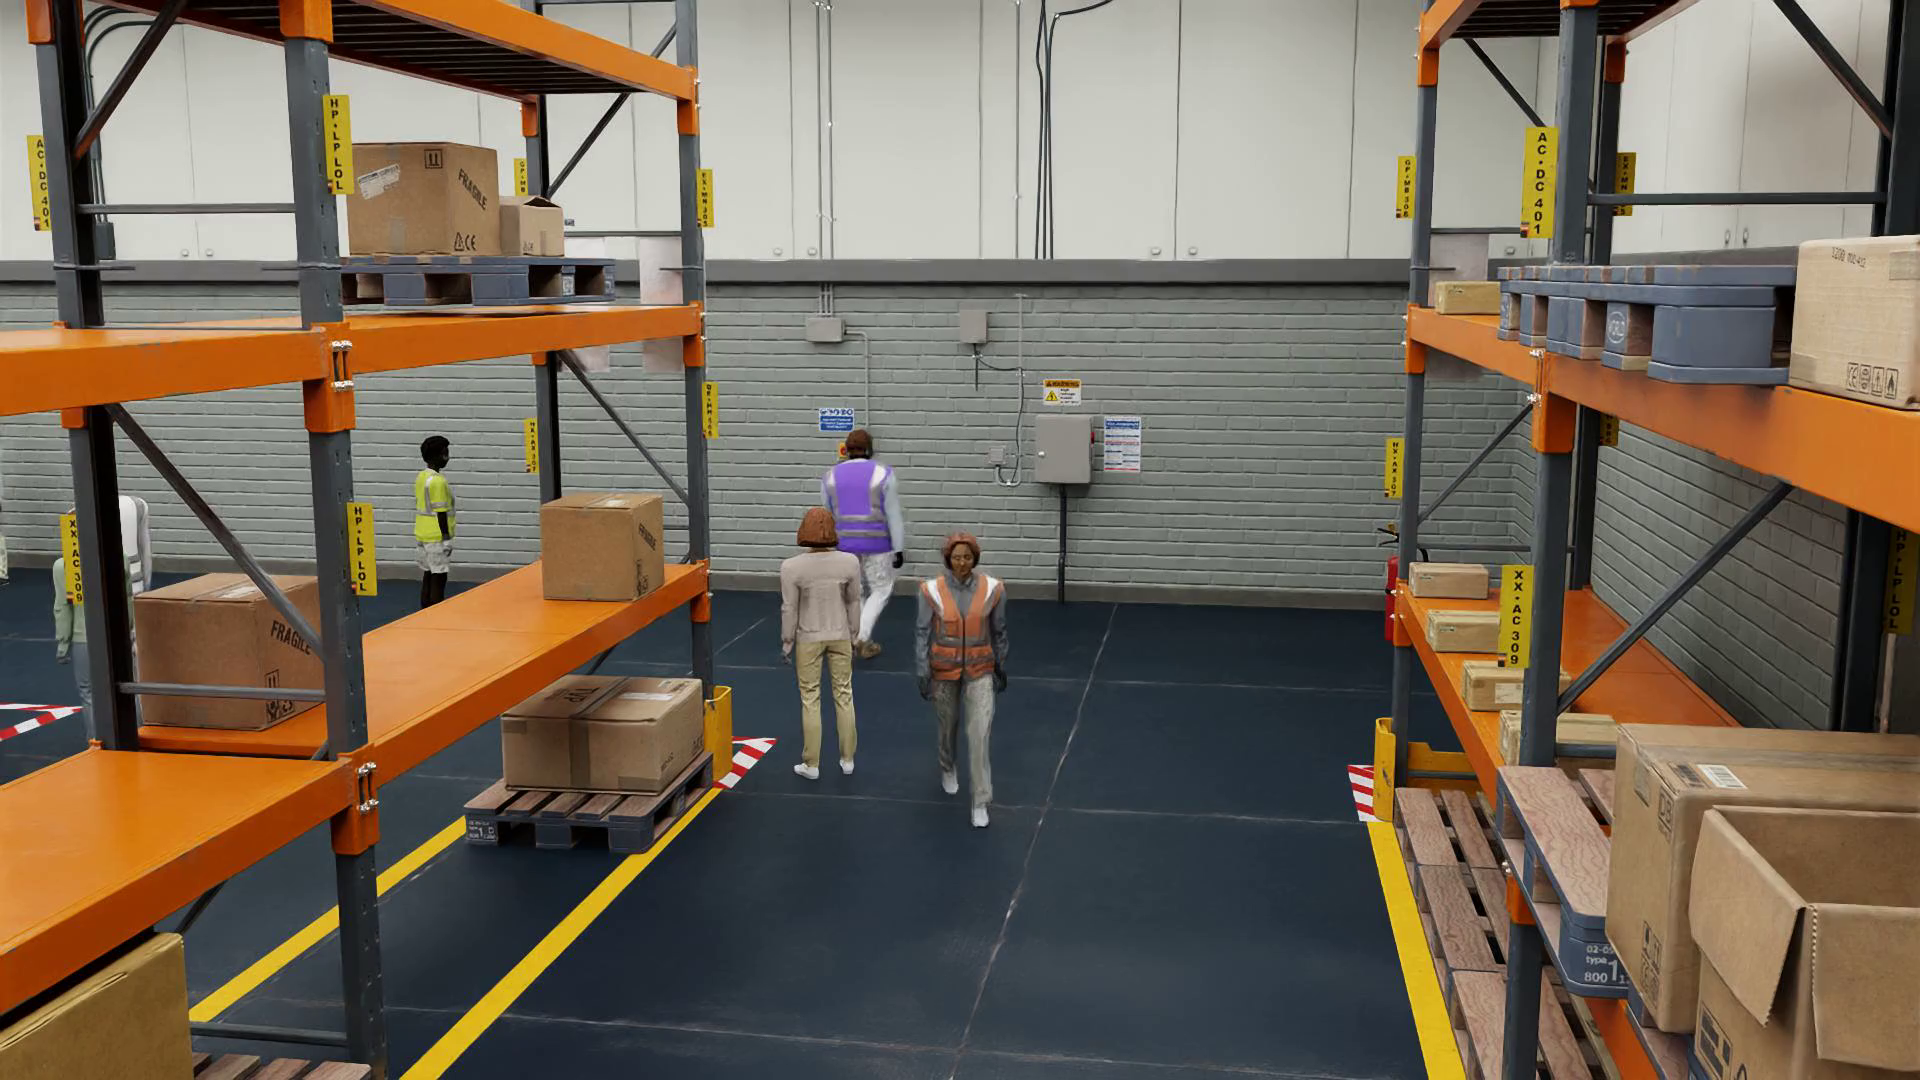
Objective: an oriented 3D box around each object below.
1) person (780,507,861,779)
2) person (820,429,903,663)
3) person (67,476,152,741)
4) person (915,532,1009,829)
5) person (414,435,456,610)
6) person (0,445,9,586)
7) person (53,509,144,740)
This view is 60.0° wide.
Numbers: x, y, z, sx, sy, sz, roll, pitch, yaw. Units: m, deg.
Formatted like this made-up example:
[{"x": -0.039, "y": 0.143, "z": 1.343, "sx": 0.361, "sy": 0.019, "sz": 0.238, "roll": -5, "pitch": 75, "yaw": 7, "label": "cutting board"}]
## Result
[{"x": -0.831, "y": 0.615, "z": 9.955, "sx": 0.499, "sy": 1.634, "sz": 0.285, "roll": -4, "pitch": 10, "yaw": -21, "label": "person"}, {"x": -0.749, "y": 0.072, "z": 12.750, "sx": 0.703, "sy": 1.816, "sz": 0.839, "roll": 3, "pitch": 10, "yaw": 20, "label": "person"}, {"x": -5.451, "y": 0.373, "z": 10.692, "sx": 0.345, "sy": 1.885, "sz": 0.587, "roll": 4, "pitch": 10, "yaw": 23, "label": "person"}, {"x": 0.006, "y": 0.732, "z": 9.356, "sx": 0.530, "sy": 1.597, "sz": 0.867, "roll": -1, "pitch": 9, "yaw": -3, "label": "person"}, {"x": -4.289, "y": -0.012, "z": 13.633, "sx": 0.321, "sy": 1.694, "sz": 0.529, "roll": -6, "pitch": 11, "yaw": -33, "label": "person"}, {"x": -9.433, "y": -0.409, "z": 15.954, "sx": 0.574, "sy": 1.738, "sz": 0.352, "roll": 3, "pitch": 10, "yaw": 18, "label": "person"}, {"x": -5.205, "y": 0.606, "z": 10.050, "sx": 0.303, "sy": 1.625, "sz": 0.498, "roll": 4, "pitch": 10, "yaw": 24, "label": "person"}]
